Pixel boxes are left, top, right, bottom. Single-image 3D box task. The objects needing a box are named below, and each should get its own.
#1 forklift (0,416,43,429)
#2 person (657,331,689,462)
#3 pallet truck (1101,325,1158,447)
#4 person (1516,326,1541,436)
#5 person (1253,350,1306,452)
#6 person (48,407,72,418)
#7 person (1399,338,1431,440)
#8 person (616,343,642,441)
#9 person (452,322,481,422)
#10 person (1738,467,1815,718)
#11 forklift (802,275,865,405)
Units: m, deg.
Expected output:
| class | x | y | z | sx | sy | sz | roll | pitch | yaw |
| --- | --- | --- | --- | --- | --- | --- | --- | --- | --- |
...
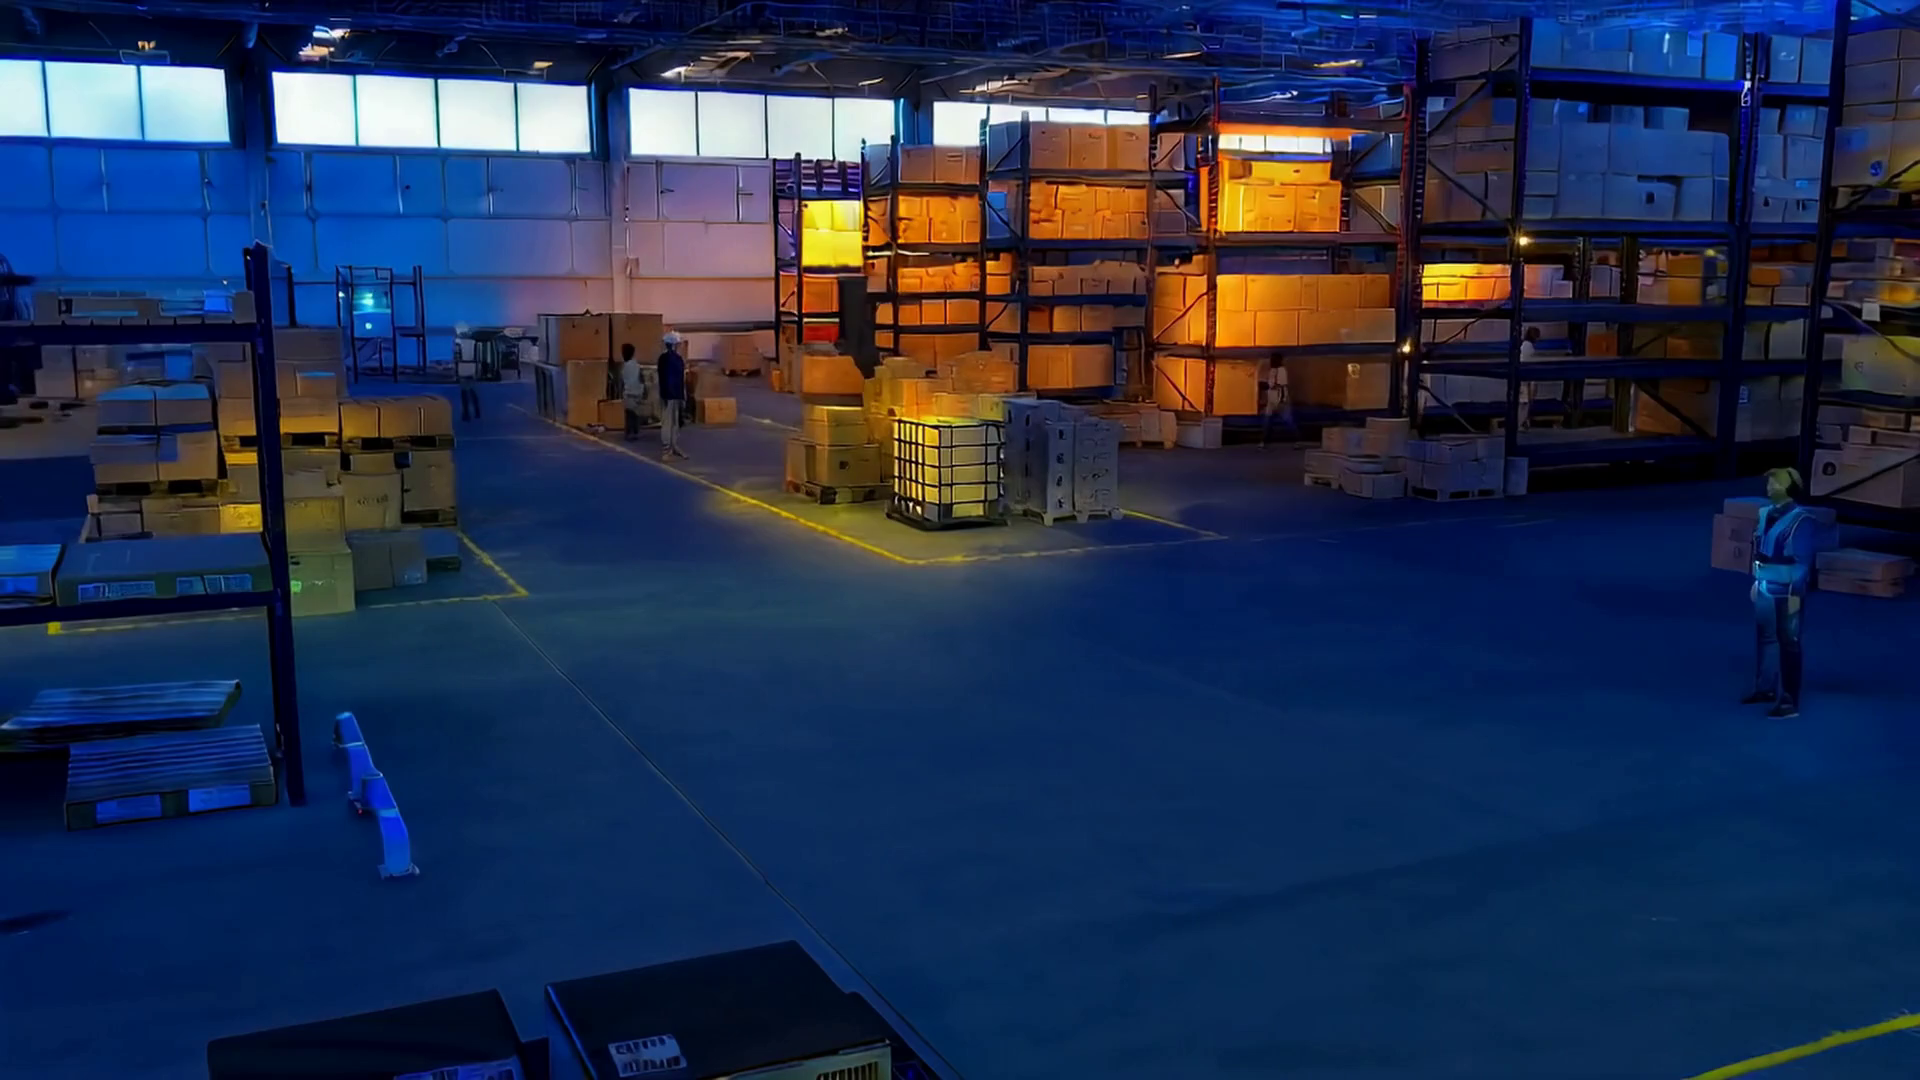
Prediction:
| class | x | y | z | sx | sy | sz | roll | pitch | yaw |
| --- | --- | --- | --- | --- | --- | --- | --- | --- | --- |
| forklift | -18.218 | -3.468 | 30.602 | 1.873 | 2.768 | 1.129 | -1 | 9 | -5 |
| person | -4.406 | -2.200 | 25.467 | 0.374 | 1.997 | 0.614 | 3 | 10 | 18 |
| pallet truck | 2.881 | -2.596 | 27.923 | 0.823 | 1.965 | 1.885 | -1 | 9 | -7 |
| person | 10.026 | -2.793 | 29.335 | 0.359 | 1.936 | 0.632 | 2 | 9 | 14 |
| person | 5.178 | -2.231 | 26.714 | 0.839 | 1.667 | 0.540 | -2 | 9 | -14 |
| person | -17.986 | -3.390 | 33.090 | 0.362 | 1.929 | 0.629 | -2 | 9 | -9 |
| person | 6.656 | -2.008 | 24.459 | 0.376 | 1.935 | 0.550 | -5 | 10 | -27 |
| person | -5.702 | -2.526 | 28.438 | 0.526 | 1.677 | 0.557 | 4 | 10 | 21 |
| person | -9.558 | -3.250 | 32.186 | 0.562 | 1.927 | 0.404 | -8 | 12 | -39 |
| person | 5.357 | 0.335 | 10.878 | 0.309 | 1.633 | 0.517 | -1 | 9 | -7 |
| forklift | -2.371 | -4.294 | 35.727 | 1.873 | 2.768 | 1.129 | -4 | 10 | -25 |
